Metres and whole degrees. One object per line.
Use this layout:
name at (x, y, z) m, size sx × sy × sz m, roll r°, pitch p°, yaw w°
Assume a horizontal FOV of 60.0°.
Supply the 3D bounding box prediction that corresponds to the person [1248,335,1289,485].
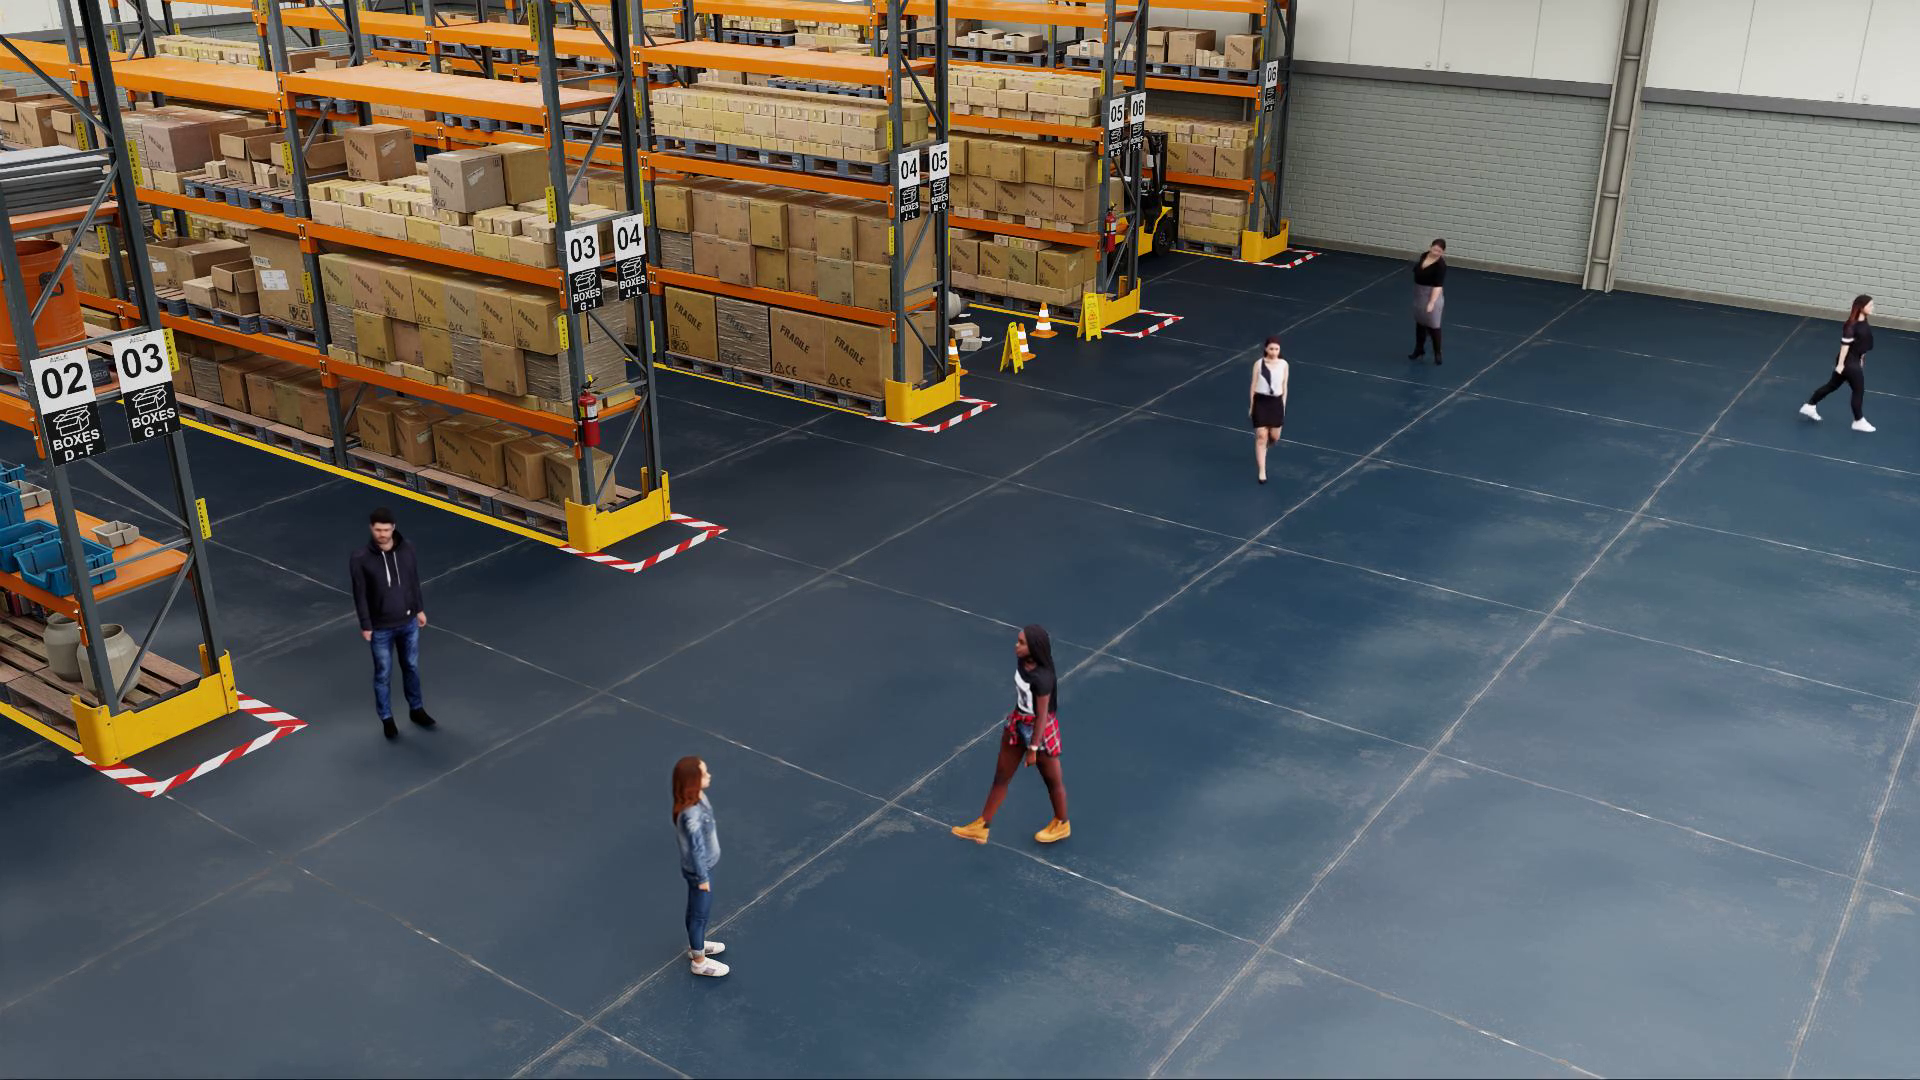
person at (3.322, -1.445, 18.080) m, size 0.825 × 1.639 × 0.847 m, roll 0°, pitch 23°, yaw 1°

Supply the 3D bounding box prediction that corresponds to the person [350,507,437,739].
person at (-4.420, 0.607, 12.933) m, size 0.731 × 1.890 × 0.672 m, roll -18°, pitch 29°, yaw -35°

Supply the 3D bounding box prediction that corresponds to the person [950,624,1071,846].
person at (0.590, 1.355, 11.424) m, size 1.028 × 1.695 × 1.113 m, roll -10°, pitch 25°, yaw -23°

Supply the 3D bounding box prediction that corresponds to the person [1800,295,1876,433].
person at (10.450, -2.111, 19.696) m, size 1.114 × 1.599 × 0.701 m, roll 20°, pitch 30°, yaw 39°

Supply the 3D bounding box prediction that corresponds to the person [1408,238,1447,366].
person at (6.201, -3.196, 22.092) m, size 0.915 × 1.722 × 0.832 m, roll -1°, pitch 23°, yaw -2°

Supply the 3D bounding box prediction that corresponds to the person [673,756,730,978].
person at (-1.611, 1.985, 10.222) m, size 0.684 × 1.476 × 0.622 m, roll -4°, pitch 23°, yaw -10°
